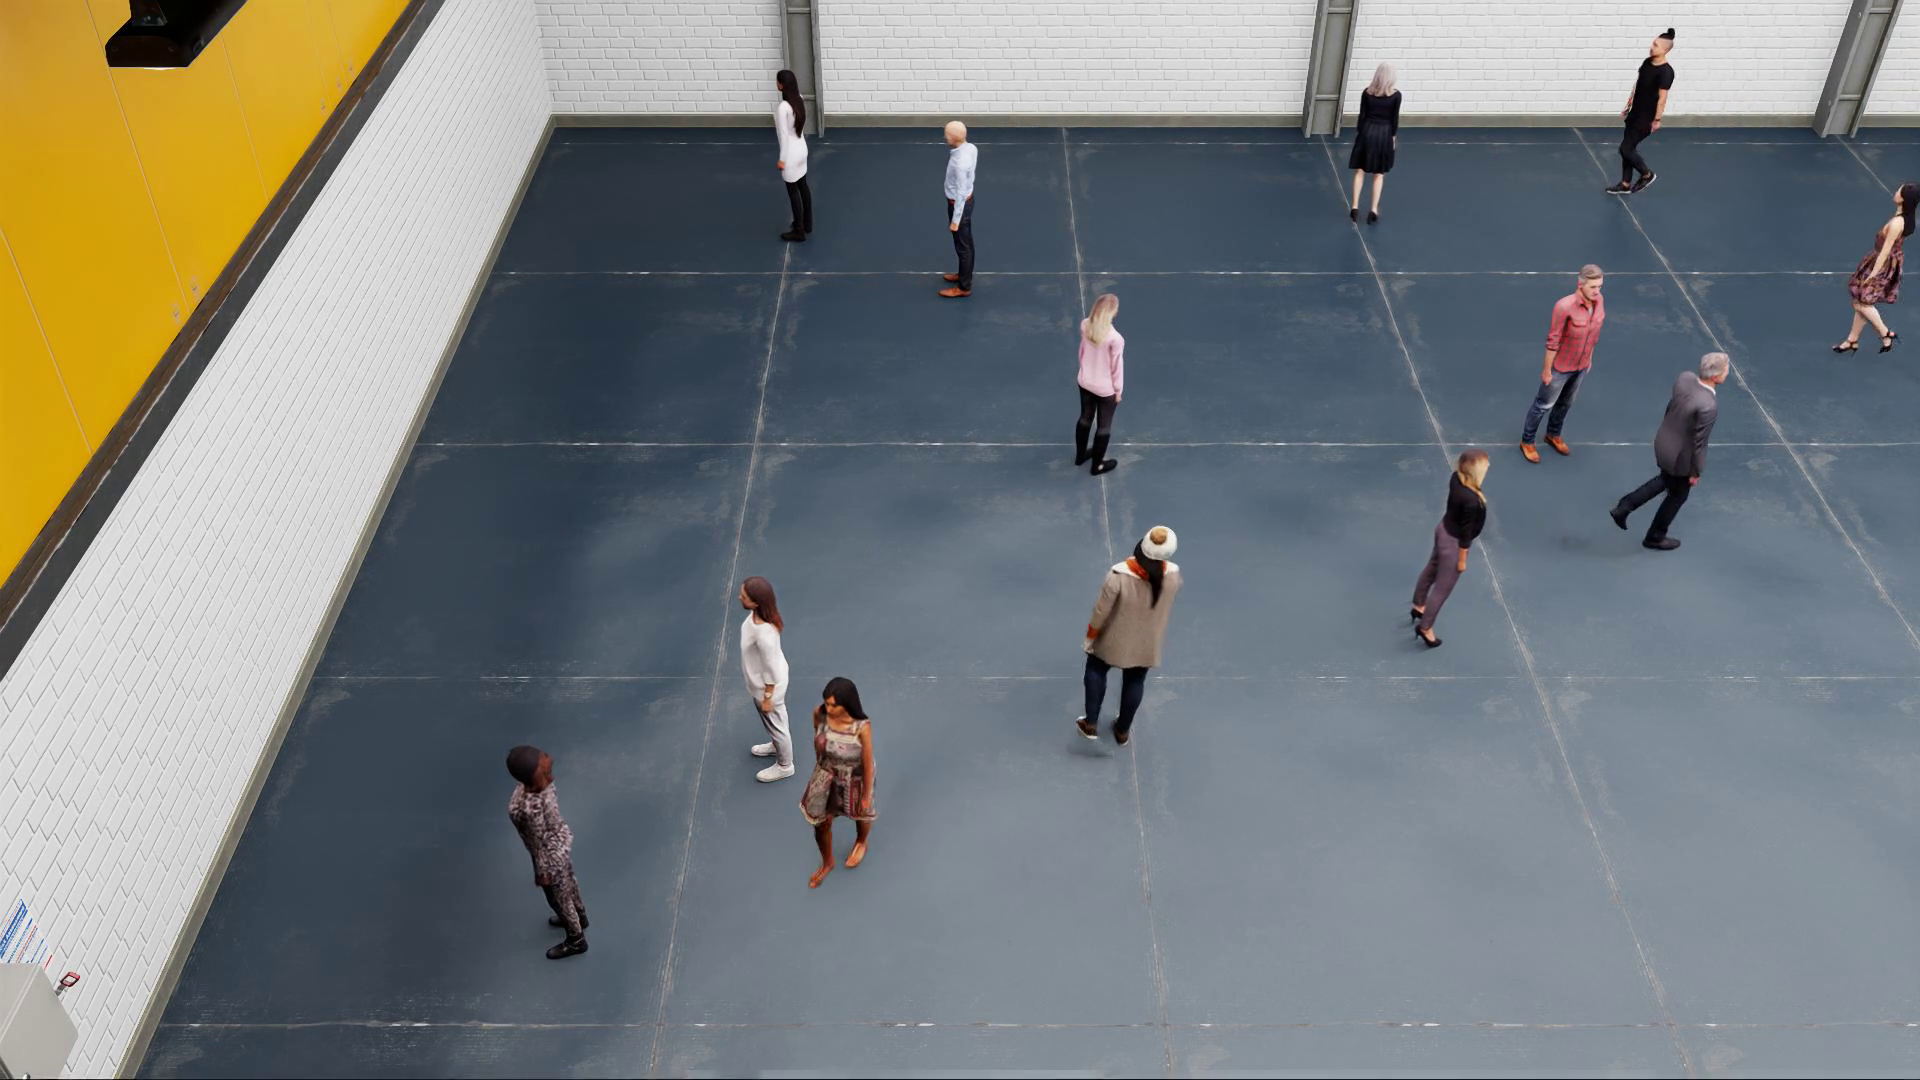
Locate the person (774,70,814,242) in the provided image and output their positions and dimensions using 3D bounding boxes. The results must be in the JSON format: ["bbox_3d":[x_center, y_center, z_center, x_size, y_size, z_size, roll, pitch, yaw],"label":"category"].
[{"bbox_3d":[-1.695,-3.912,16.917,0.643,1.807,0.676,14,41,17],"label":"person"}]

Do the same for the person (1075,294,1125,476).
[{"bbox_3d":[1.134,-1.288,13.729,0.740,1.685,0.685,-30,47,-32],"label":"person"}]

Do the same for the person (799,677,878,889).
[{"bbox_3d":[-0.662,1.421,10.380,0.786,1.630,0.831,14,41,17],"label":"person"}]

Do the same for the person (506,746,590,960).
[{"bbox_3d":[-2.414,1.825,9.807,0.529,1.715,0.570,-2,39,-3],"label":"person"}]

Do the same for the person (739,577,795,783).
[{"bbox_3d":[-1.270,0.904,10.982,0.586,1.688,0.642,-7,39,-9],"label":"person"}]

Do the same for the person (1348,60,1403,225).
[{"bbox_3d":[4.294,-4.121,17.230,0.605,1.743,0.737,12,40,14],"label":"person"}]

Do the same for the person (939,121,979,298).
[{"bbox_3d":[0.004,-3.195,16.034,0.606,1.787,0.667,5,39,6],"label":"person"}]

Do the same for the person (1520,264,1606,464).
[{"bbox_3d":[5.059,-1.498,13.877,0.669,1.829,0.821,-17,42,-21],"label":"person"}]

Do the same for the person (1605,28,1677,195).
[{"bbox_3d":[7.327,-4.531,17.655,0.707,1.853,0.677,-1,39,-2],"label":"person"}]

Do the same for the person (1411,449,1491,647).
[{"bbox_3d":[3.548,0.043,12.080,0.549,1.664,0.588,0,39,0],"label":"person"}]

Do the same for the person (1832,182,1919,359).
[{"bbox_3d":[8.396,-2.383,15.038,0.958,1.763,0.887,29,47,31],"label":"person"}]

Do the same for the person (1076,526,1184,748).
[{"bbox_3d":[1.128,0.642,11.170,0.636,1.862,0.877,-10,40,-13],"label":"person"}]

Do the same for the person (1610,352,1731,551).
[{"bbox_3d":[5.483,-0.679,12.852,0.848,1.827,0.781,-4,39,-5],"label":"person"}]
